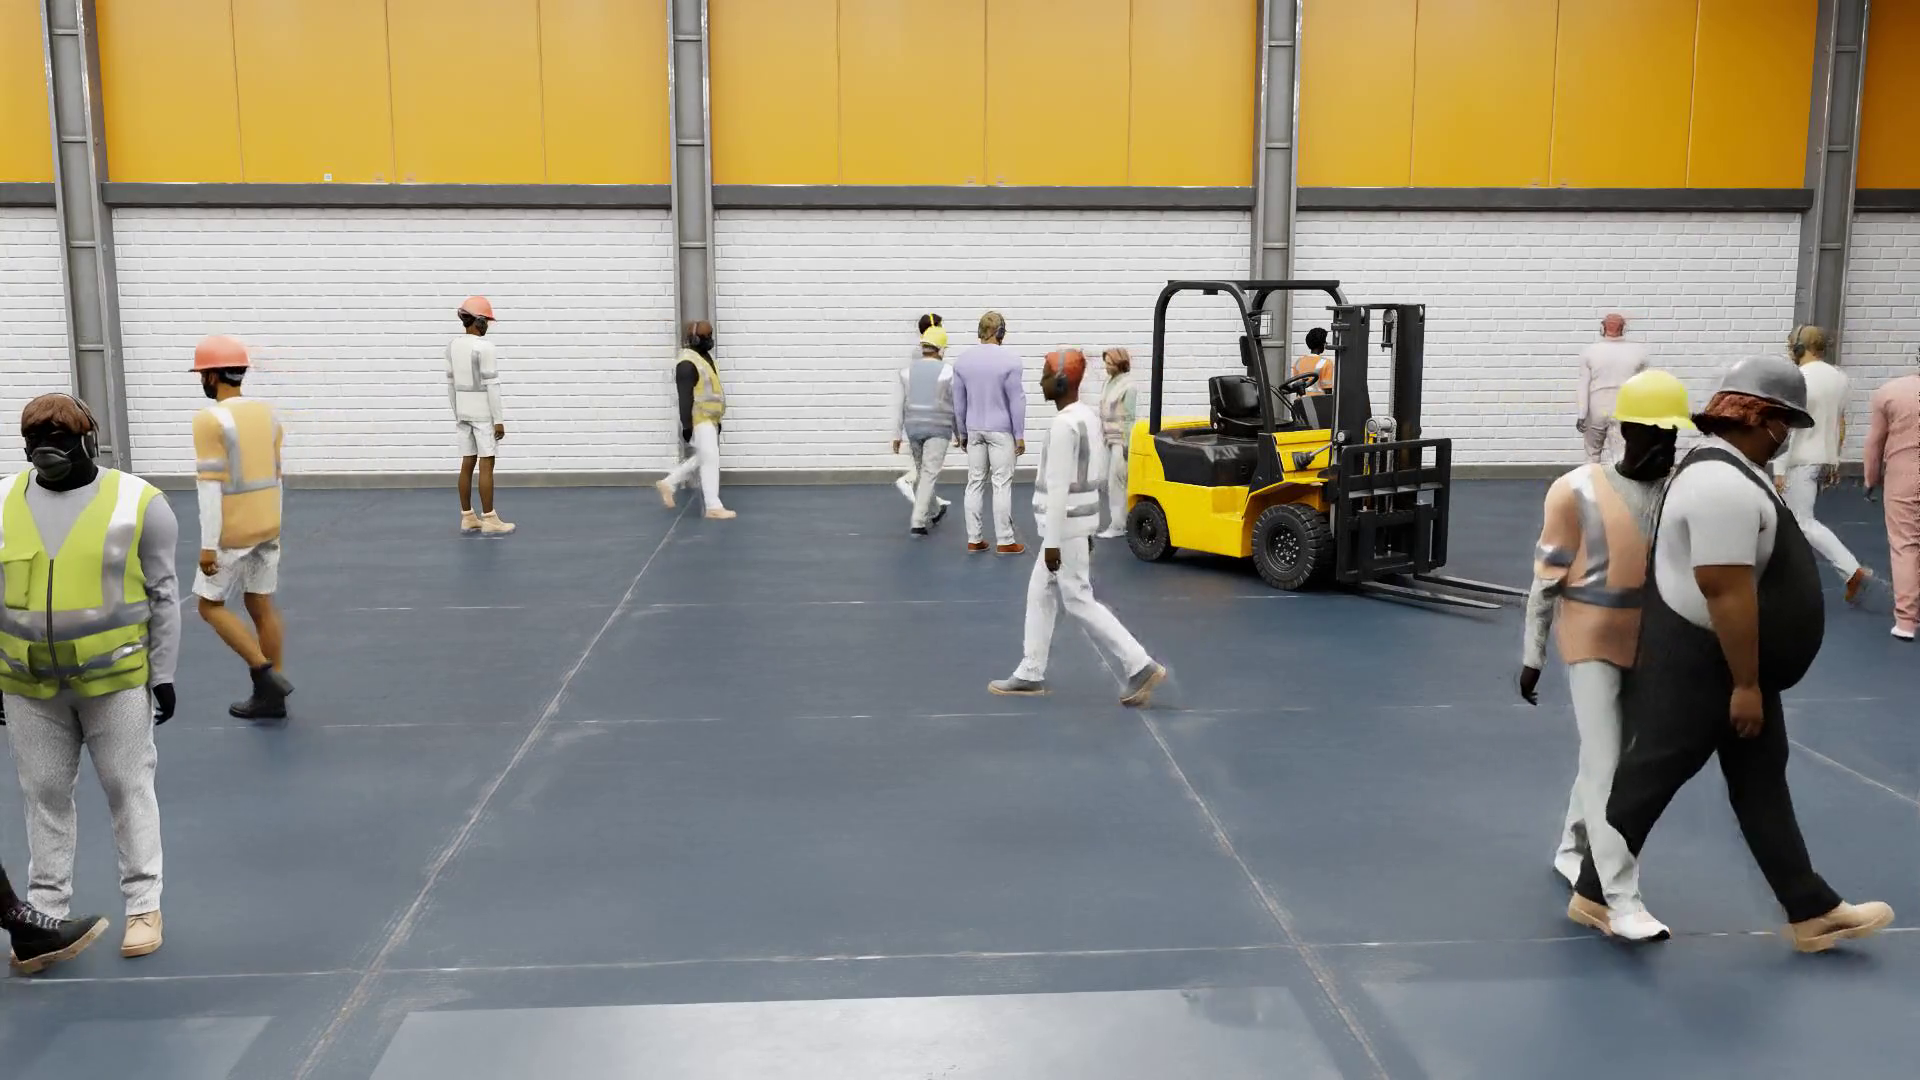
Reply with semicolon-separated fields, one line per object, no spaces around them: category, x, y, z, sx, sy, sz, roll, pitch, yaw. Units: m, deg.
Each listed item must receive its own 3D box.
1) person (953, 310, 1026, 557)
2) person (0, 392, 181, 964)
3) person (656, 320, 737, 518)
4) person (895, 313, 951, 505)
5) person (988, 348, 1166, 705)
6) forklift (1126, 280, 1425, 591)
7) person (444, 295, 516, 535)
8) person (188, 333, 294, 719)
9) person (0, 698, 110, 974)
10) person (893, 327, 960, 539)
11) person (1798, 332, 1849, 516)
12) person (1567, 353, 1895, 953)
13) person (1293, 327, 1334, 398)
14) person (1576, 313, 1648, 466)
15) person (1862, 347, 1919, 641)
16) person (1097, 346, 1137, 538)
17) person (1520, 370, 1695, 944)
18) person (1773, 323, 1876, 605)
person;0.248;-0.831;13.138;0.633;1.942;0.385;6;11;31
person;-2.852;0.446;5.377;0.620;1.845;0.430;-2;9;-11
person;-2.427;-1.102;15.190;0.729;1.814;0.622;1;9;9
person;-0.333;-1.224;15.825;0.477;1.857;0.548;-3;9;-16
person;0.615;-0.061;8.552;0.892;1.856;0.584;2;9;14
forklift;2.301;-0.860;12.475;1.214;2.155;2.313;-6;11;-35
person;-4.112;-1.063;14.236;0.605;2.041;0.383;6;11;34
person;-3.555;-0.045;8.187;0.459;1.928;0.593;2;9;15
person;-3.183;0.424;5.260;0.897;1.922;0.637;-1;9;-4
person;-0.238;-0.922;14.173;0.587;1.768;0.973;4;10;25
person;6.424;-0.702;12.716;0.512;1.795;0.943;2;9;10
person;2.531;0.342;5.412;1.011;2.000;0.731;5;10;28
person;3.576;-1.301;16.829;0.320;1.694;0.532;-5;10;-29
person;6.201;-1.228;15.835;0.657;1.865;0.980;1;9;9
person;5.958;-0.345;10.319;0.643;1.857;0.991;4;10;22
person;1.349;-0.818;13.987;0.411;1.619;0.530;-3;10;-19
person;2.263;0.384;5.598;0.621;1.889;0.930;-1;9;-8
person;5.760;-0.502;11.195;0.632;1.902;0.905;-6;11;-34
